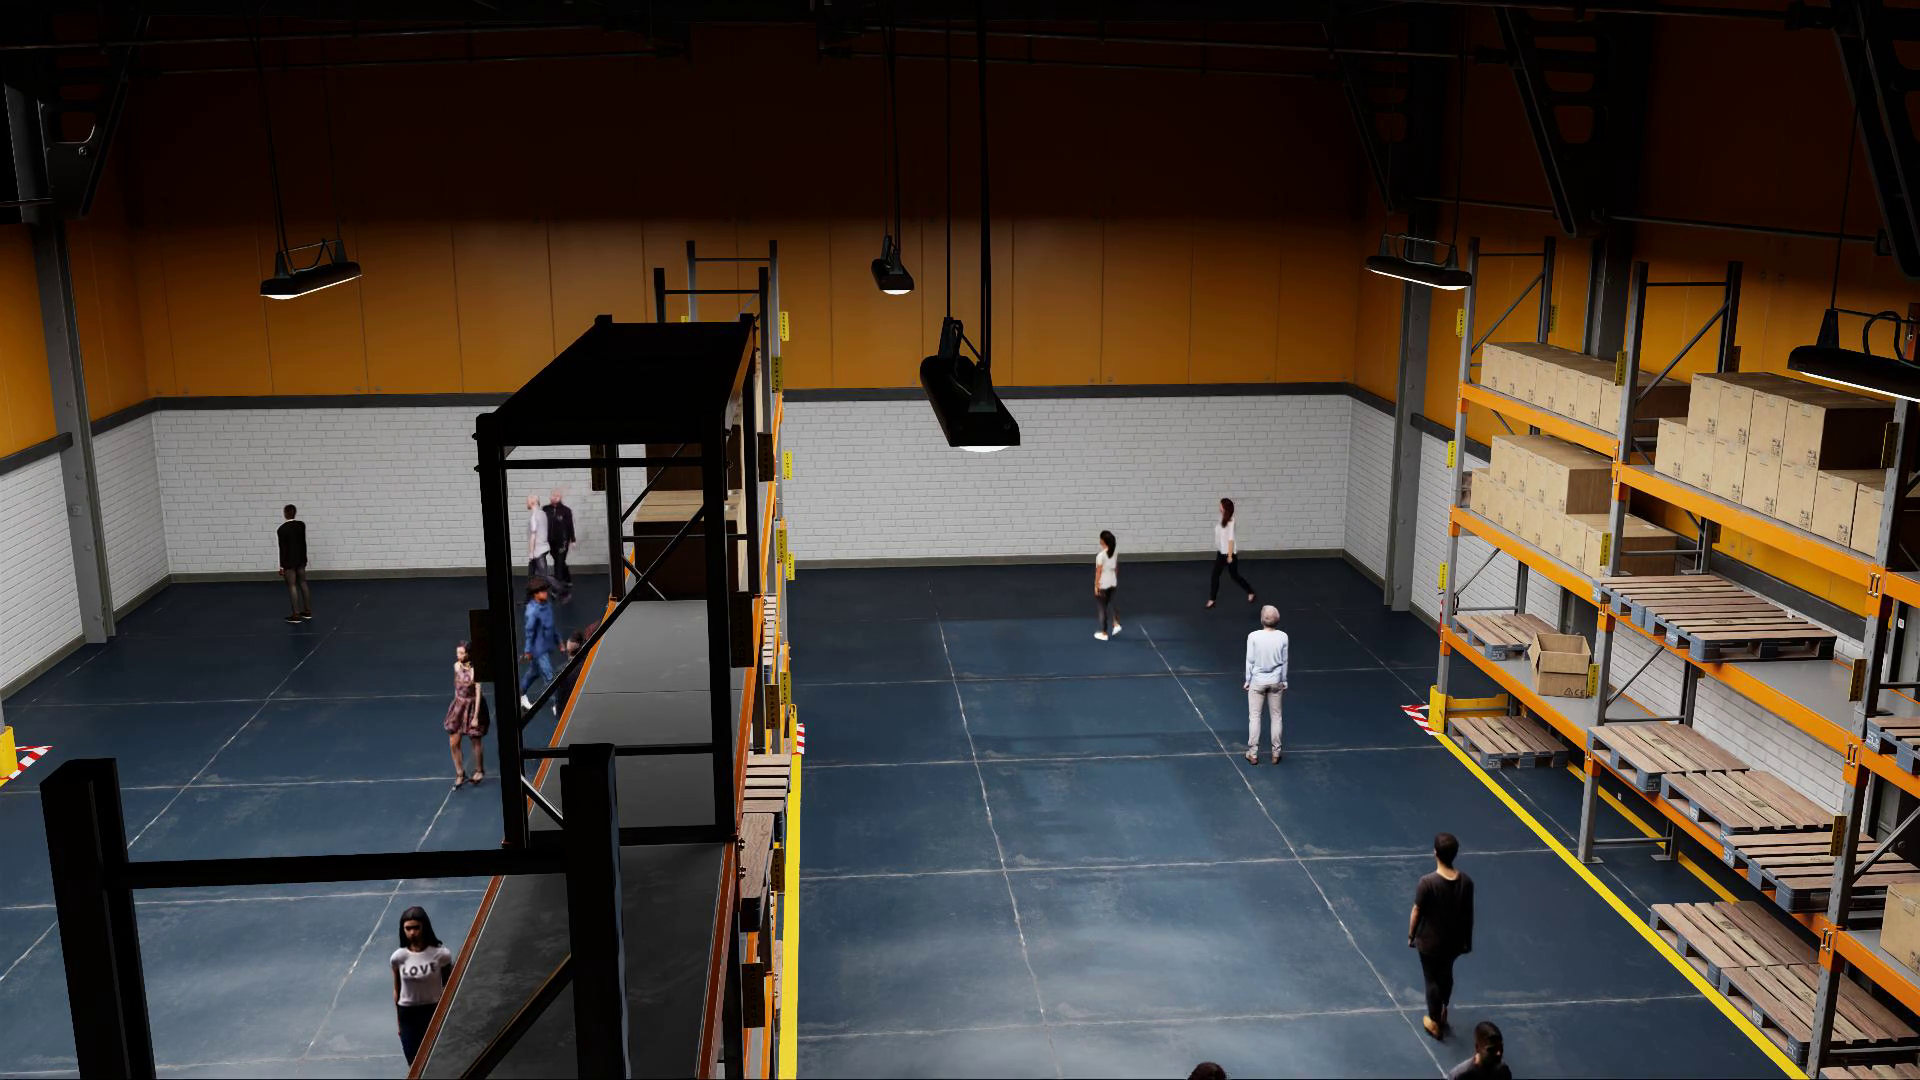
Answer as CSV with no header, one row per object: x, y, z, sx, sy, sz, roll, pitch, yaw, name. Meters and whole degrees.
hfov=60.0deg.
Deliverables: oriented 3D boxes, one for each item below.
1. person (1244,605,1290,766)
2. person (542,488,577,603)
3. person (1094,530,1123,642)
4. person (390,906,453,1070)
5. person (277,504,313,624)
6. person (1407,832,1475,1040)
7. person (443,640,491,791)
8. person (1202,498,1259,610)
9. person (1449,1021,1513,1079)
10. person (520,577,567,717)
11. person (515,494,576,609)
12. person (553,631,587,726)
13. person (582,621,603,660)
3.558,1.670,19.311,0.686,1.894,0.597,0,14,1,person
-6.272,0.071,26.191,1.035,1.765,1.352,5,14,18,person
2.171,0.672,23.977,0.746,1.637,0.809,-13,19,-42,person
-3.883,3.485,12.133,0.707,1.745,1.135,-3,14,-13,person
-10.012,0.337,25.018,0.800,1.800,0.677,6,15,24,person
3.898,3.211,13.356,0.643,1.702,0.617,-2,14,-7,person
-5.394,1.932,18.545,0.796,1.746,0.867,7,15,27,person
4.203,0.232,25.548,0.916,1.754,1.150,-4,14,-17,person
3.257,3.849,10.617,0.780,1.750,0.901,-7,15,-25,person
-5.359,1.336,20.937,0.966,1.778,1.160,3,14,12,person
-6.382,0.199,25.580,0.828,1.802,1.175,0,14,1,person
-4.094,1.954,18.093,0.960,1.916,1.301,-6,15,-22,person
-4.117,1.841,18.898,0.909,1.755,1.224,4,14,18,person
